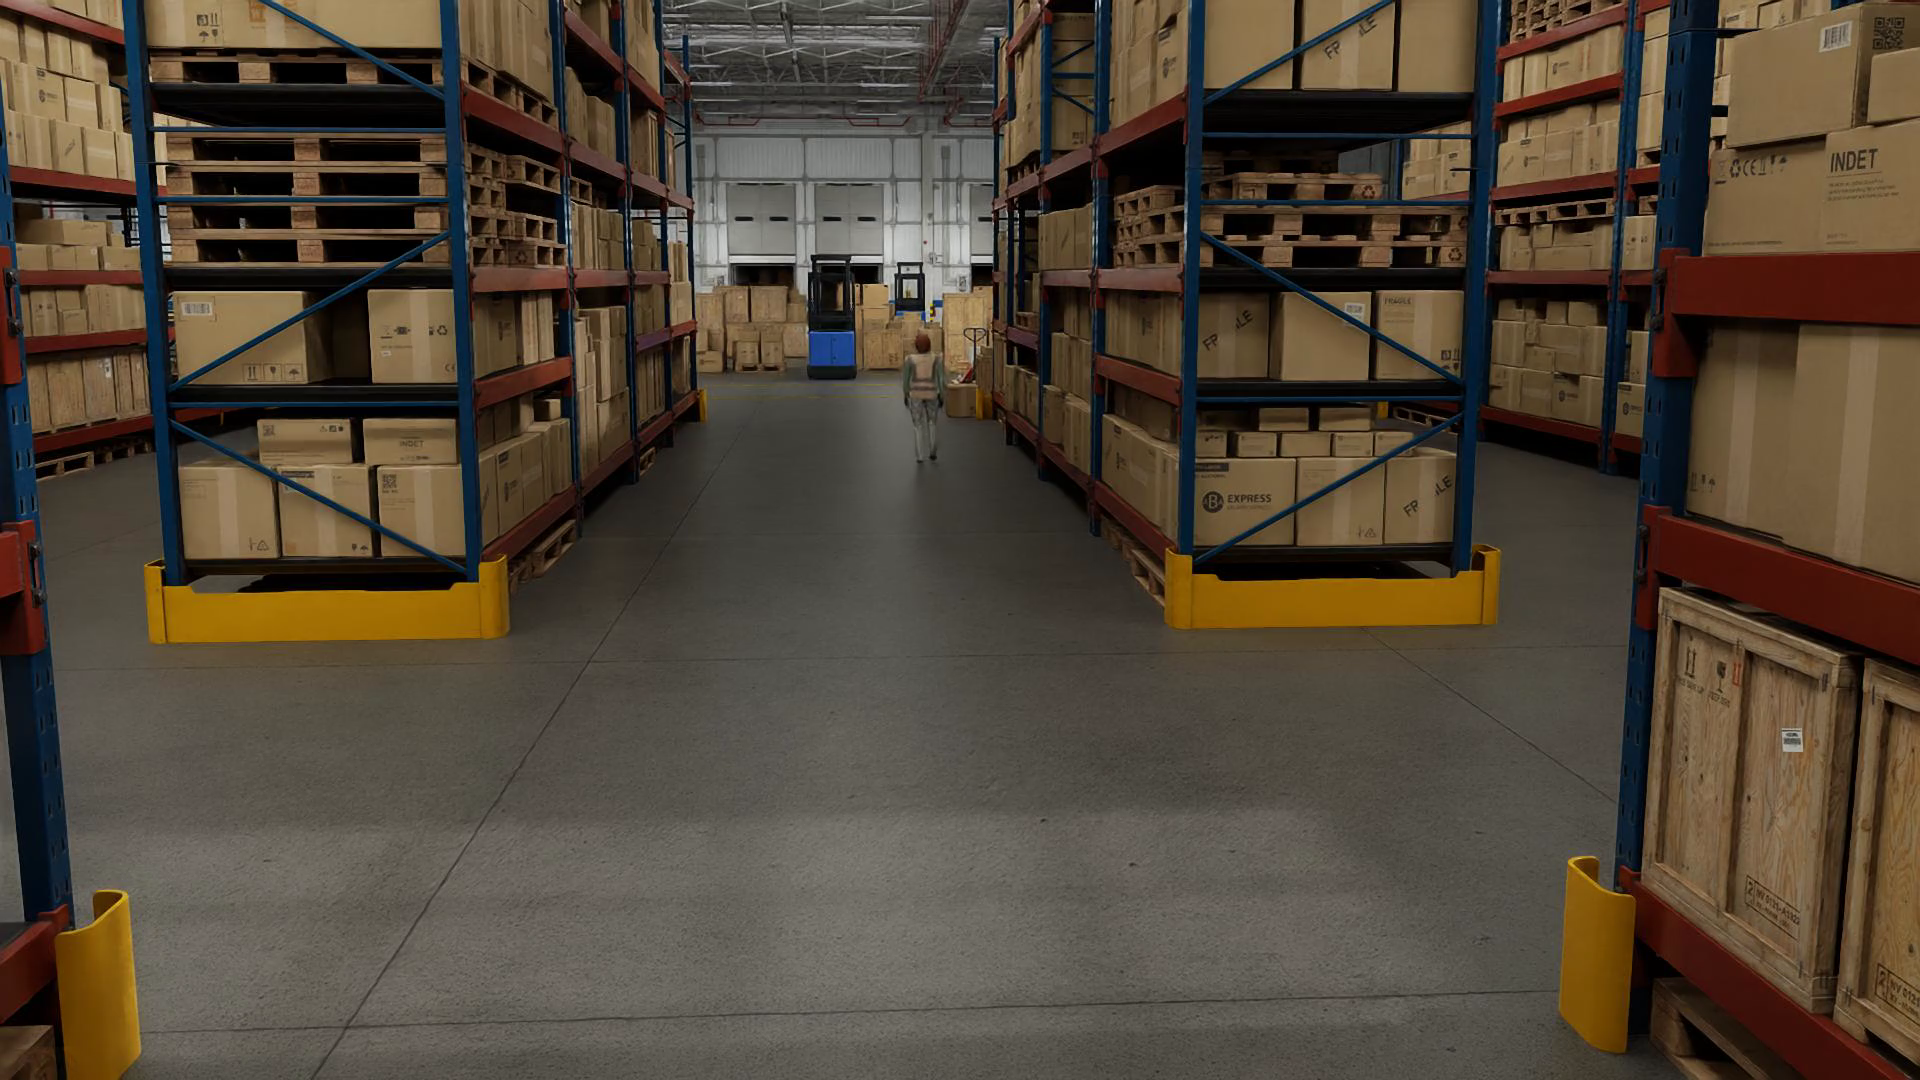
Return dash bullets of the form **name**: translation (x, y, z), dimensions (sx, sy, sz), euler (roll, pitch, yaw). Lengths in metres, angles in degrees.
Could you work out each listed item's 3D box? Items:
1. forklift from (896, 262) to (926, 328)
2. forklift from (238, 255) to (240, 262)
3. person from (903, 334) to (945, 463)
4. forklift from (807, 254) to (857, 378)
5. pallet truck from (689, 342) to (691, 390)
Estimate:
- **forklift**: translation (-1.780, -8.547, 59.499), dimensions (1.129, 2.768, 1.873), euler (-1, 9, -4)
- **forklift**: translation (-16.200, -5.188, 38.407), dimensions (1.129, 2.768, 1.873), euler (-1, 9, -4)
- **person**: translation (-0.465, -1.796, 21.067), dimensions (0.520, 1.616, 0.688), euler (-1, 9, -6)
- **forklift**: translation (-2.938, -5.135, 38.075), dimensions (1.129, 2.768, 1.873), euler (-1, 9, -4)
- **pallet truck**: translation (-5.225, -3.008, 27.480), dimensions (1.885, 1.965, 0.823), euler (2, 9, 14)
